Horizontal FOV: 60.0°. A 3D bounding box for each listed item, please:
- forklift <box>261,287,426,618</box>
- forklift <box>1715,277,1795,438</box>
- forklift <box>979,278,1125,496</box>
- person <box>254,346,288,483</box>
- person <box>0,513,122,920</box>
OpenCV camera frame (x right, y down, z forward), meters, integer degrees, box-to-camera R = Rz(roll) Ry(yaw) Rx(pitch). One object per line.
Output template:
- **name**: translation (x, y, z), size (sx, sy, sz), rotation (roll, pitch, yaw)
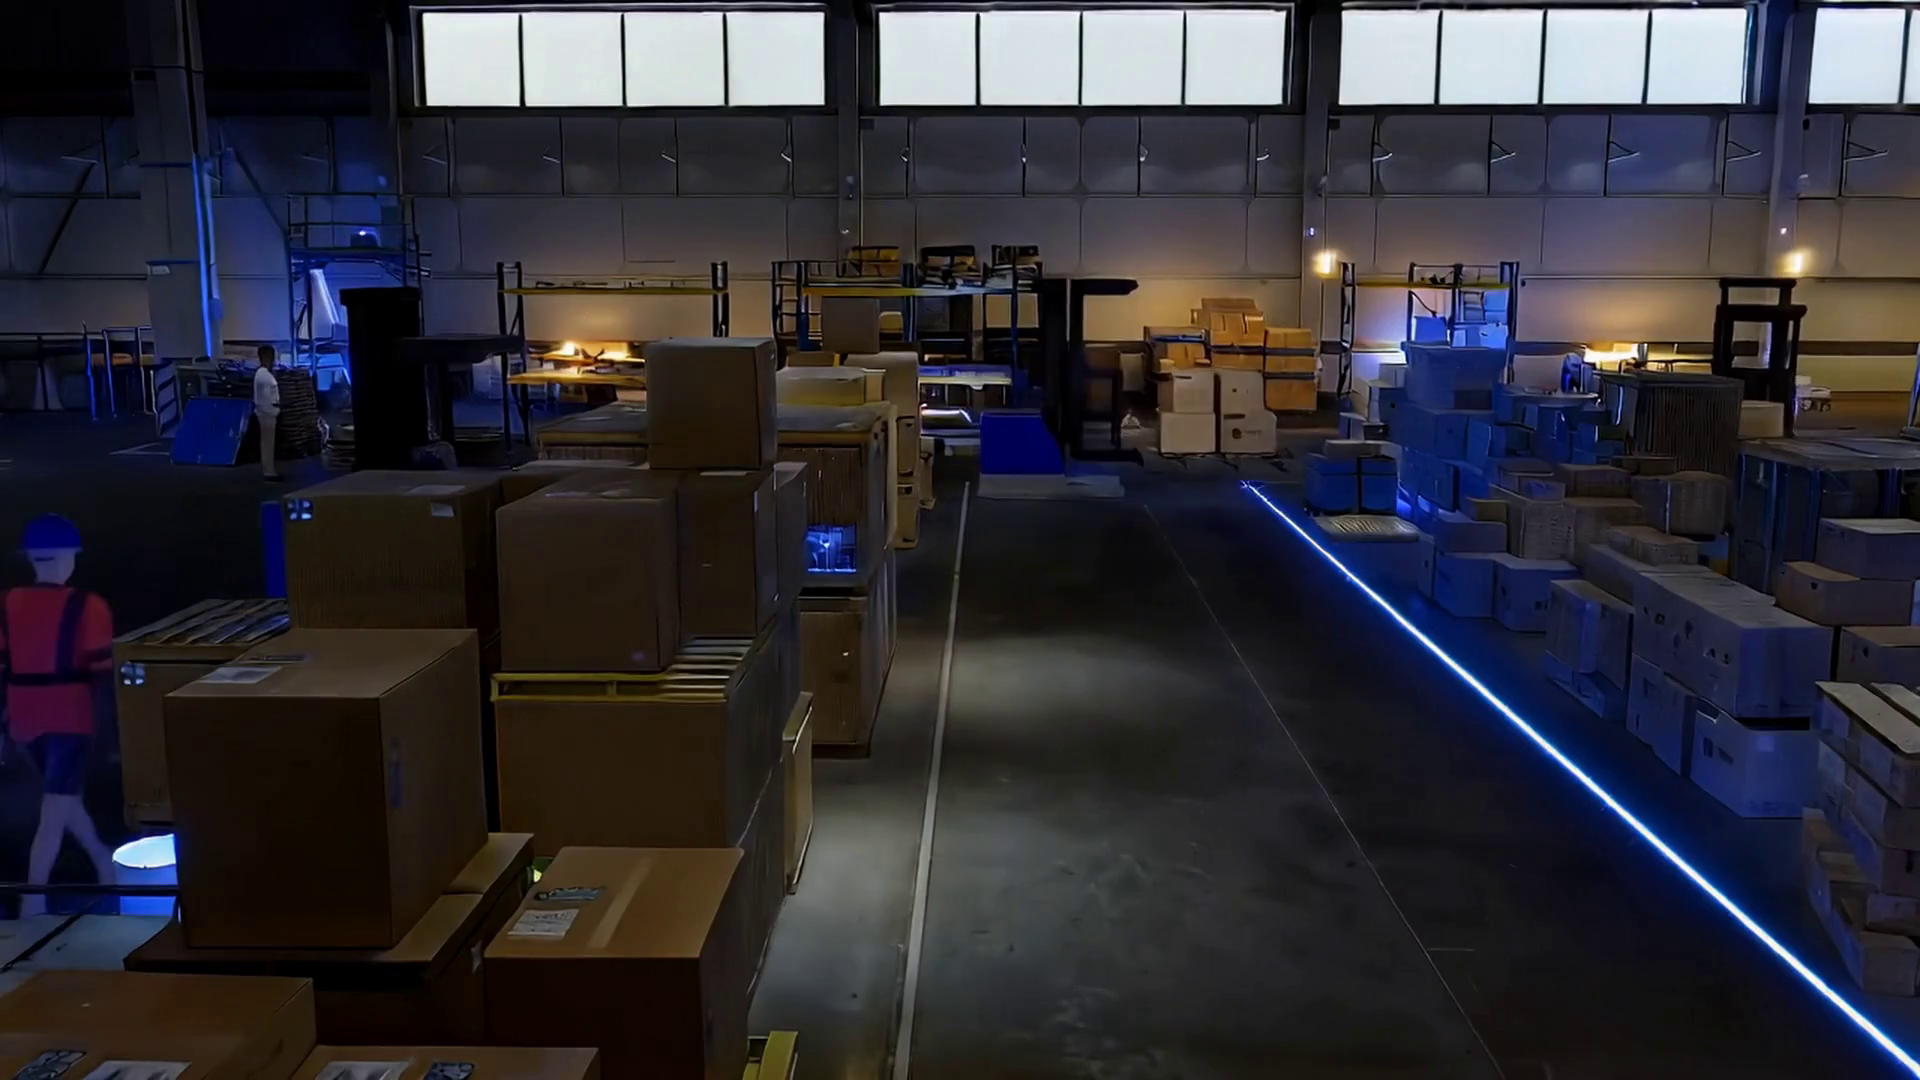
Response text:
- **forklift**: translation (-4.768, -0.711, 13.897), size (1.873, 2.768, 1.129), rotation (0, 9, 1)
- **forklift**: translation (11.103, -2.299, 23.407), size (1.129, 2.768, 1.873), rotation (6, 11, 34)
- **forklift**: translation (1.189, -2.013, 21.691), size (1.873, 2.768, 1.129), rotation (0, 9, 1)
- **person**: translation (-9.548, -1.730, 22.969), size (0.354, 1.887, 0.573), rotation (-4, 10, -25)
- **person**: translation (-4.131, 0.822, 7.683), size (0.572, 1.879, 0.948), rotation (1, 10, 6)
